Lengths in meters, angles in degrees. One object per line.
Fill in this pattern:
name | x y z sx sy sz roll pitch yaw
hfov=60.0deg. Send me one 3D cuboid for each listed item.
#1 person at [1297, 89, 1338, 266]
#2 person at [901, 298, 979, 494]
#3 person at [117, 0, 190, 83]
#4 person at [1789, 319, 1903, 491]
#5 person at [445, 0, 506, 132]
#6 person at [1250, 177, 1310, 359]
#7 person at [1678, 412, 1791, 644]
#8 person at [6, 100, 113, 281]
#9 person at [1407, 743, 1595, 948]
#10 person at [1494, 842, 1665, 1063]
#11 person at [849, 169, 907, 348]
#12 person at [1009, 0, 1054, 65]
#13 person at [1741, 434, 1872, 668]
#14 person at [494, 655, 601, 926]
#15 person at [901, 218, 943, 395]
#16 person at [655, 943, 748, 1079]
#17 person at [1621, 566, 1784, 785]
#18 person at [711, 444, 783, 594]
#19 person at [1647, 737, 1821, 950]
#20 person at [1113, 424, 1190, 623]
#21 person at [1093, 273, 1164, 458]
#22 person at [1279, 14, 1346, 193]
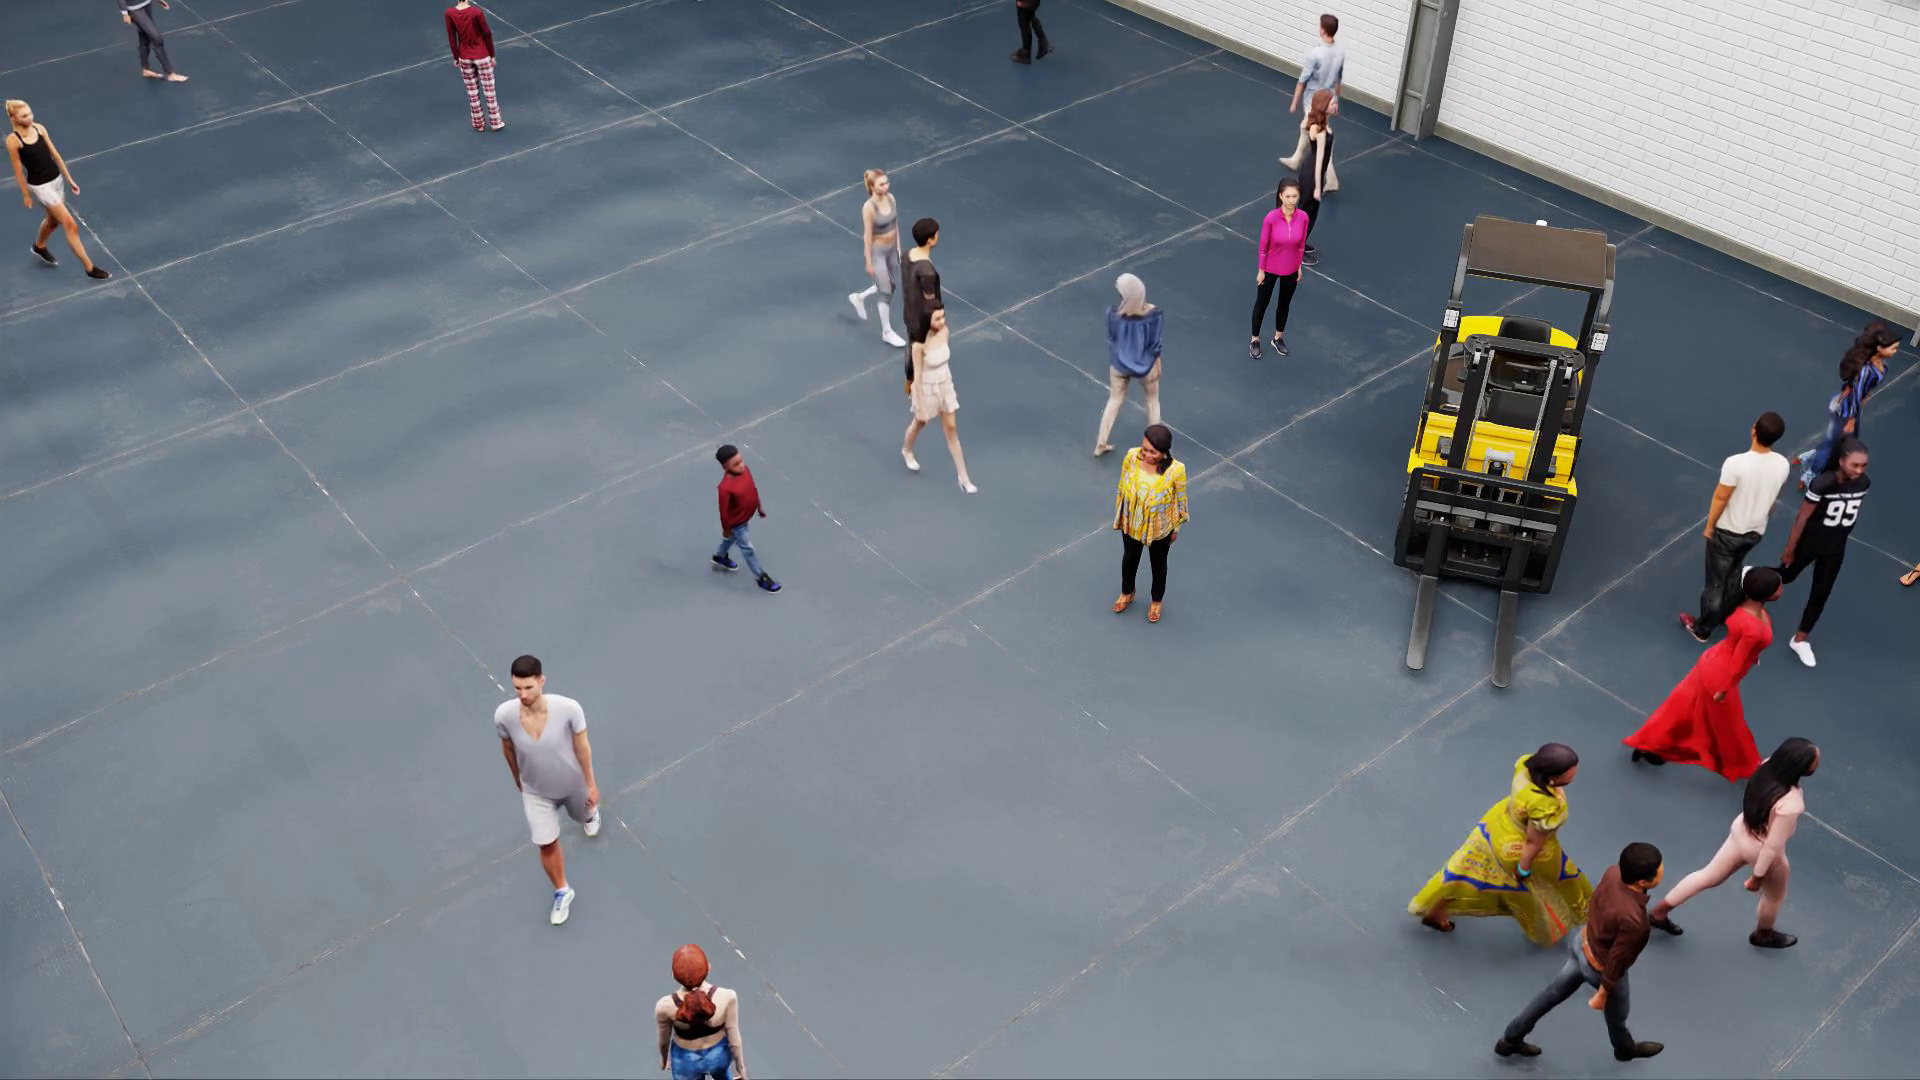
person | 3.394 -3.520 16.055 0.706 1.747 0.654 5 39 6
person | -0.294 -1.167 13.158 0.652 1.685 1.067 -32 48 -34
person | -9.685 -6.220 19.437 0.981 1.745 0.927 1 39 2
person | 6.893 -1.048 13.067 0.742 1.612 0.731 25 45 28
person | -5.373 -5.350 18.386 0.674 1.697 0.709 0 39 0
person | 2.822 -2.413 14.715 0.682 1.699 0.713 -7 39 -8
person | 5.491 -0.055 11.691 0.774 1.789 0.819 -8 39 -9
person | -8.752 -3.357 15.806 1.233 1.803 1.019 10 40 13
person | 3.119 1.758 9.567 1.310 1.606 1.378 -2 39 -3
person | 3.314 2.246 8.848 1.191 1.731 1.181 0 39 0
person | -0.760 -2.567 14.908 0.975 1.689 0.703 25 45 28
person | 0.892 -6.510 19.781 0.894 1.769 0.804 17 42 20
person | 5.972 -0.016 11.703 0.999 1.702 1.206 -5 39 -6
person | -2.389 1.354 9.889 1.088 1.826 1.267 -4 39 -5
person | -0.337 -1.933 14.095 0.720 1.712 0.540 -18 42 -21
person | -1.275 2.701 8.281 0.936 1.737 1.245 -9 40 -11
person | 4.747 0.863 10.588 1.213 1.731 1.108 6 39 7
person | -1.694 -0.200 12.313 0.942 1.229 0.767 14 41 17
person | 4.449 1.759 9.500 1.182 1.679 1.140 2 39 3
person | 1.352 -0.135 11.890 0.838 1.655 0.912 15 41 18
person | 1.347 -1.373 13.449 0.857 1.655 0.921 17 42 20
person | 3.755 -4.465 17.192 0.717 1.806 1.240 -23 44 -26
